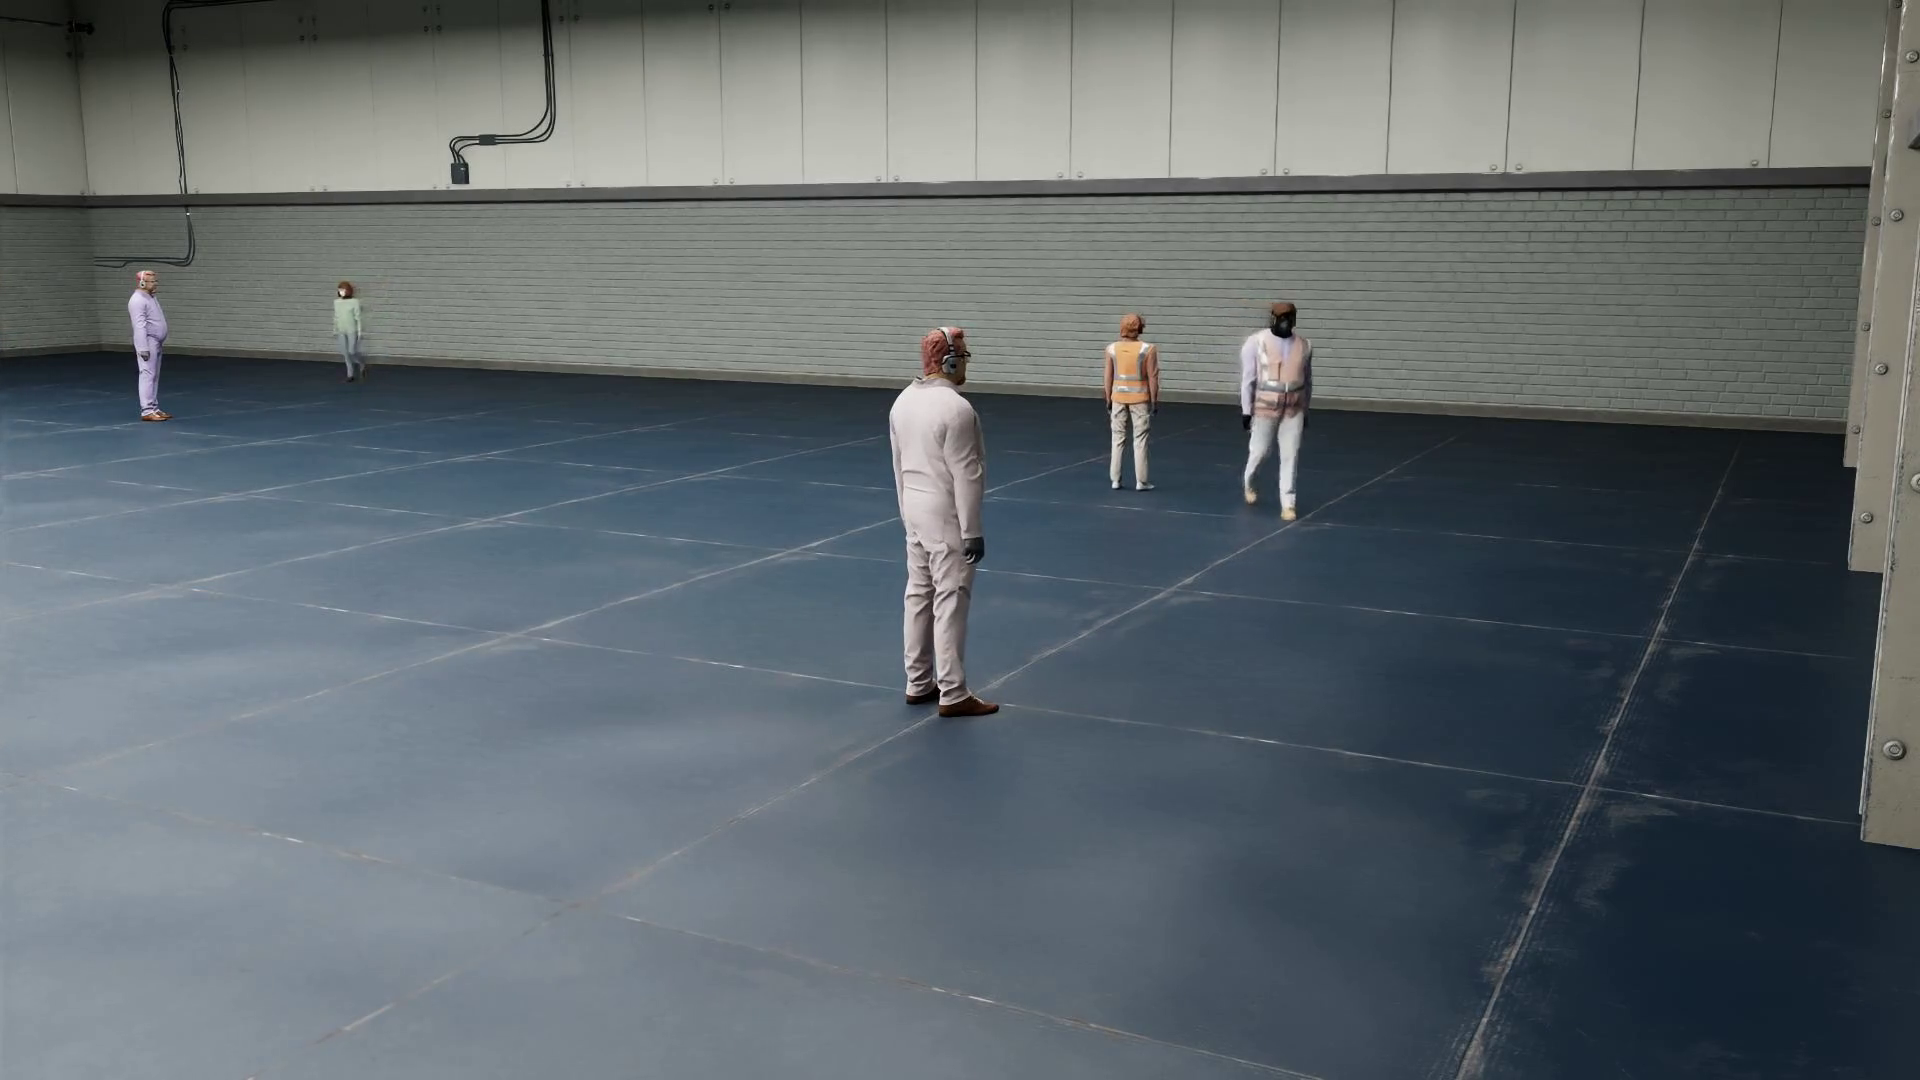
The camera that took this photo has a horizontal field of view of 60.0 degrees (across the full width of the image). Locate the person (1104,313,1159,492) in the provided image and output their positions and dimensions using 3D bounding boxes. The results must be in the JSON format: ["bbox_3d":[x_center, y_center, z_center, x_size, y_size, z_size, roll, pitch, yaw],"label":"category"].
[{"bbox_3d":[1.579,-1.264,15.336,0.522,1.638,0.310,5,12,26],"label":"person"}]

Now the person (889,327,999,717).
[{"bbox_3d":[-0.069,-0.090,8.196,0.407,1.910,0.639,-7,12,-33],"label":"person"}]

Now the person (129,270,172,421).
[{"bbox_3d":[-10.290,-2.468,21.170,0.402,1.906,0.652,-2,11,-12],"label":"person"}]

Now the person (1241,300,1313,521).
[{"bbox_3d":[2.648,-1.105,13.980,0.633,1.823,0.775,-1,10,-6],"label":"person"}]

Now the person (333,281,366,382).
[{"bbox_3d":[-9.803,-3.330,26.633,0.498,1.625,0.354,4,11,20],"label":"person"}]
